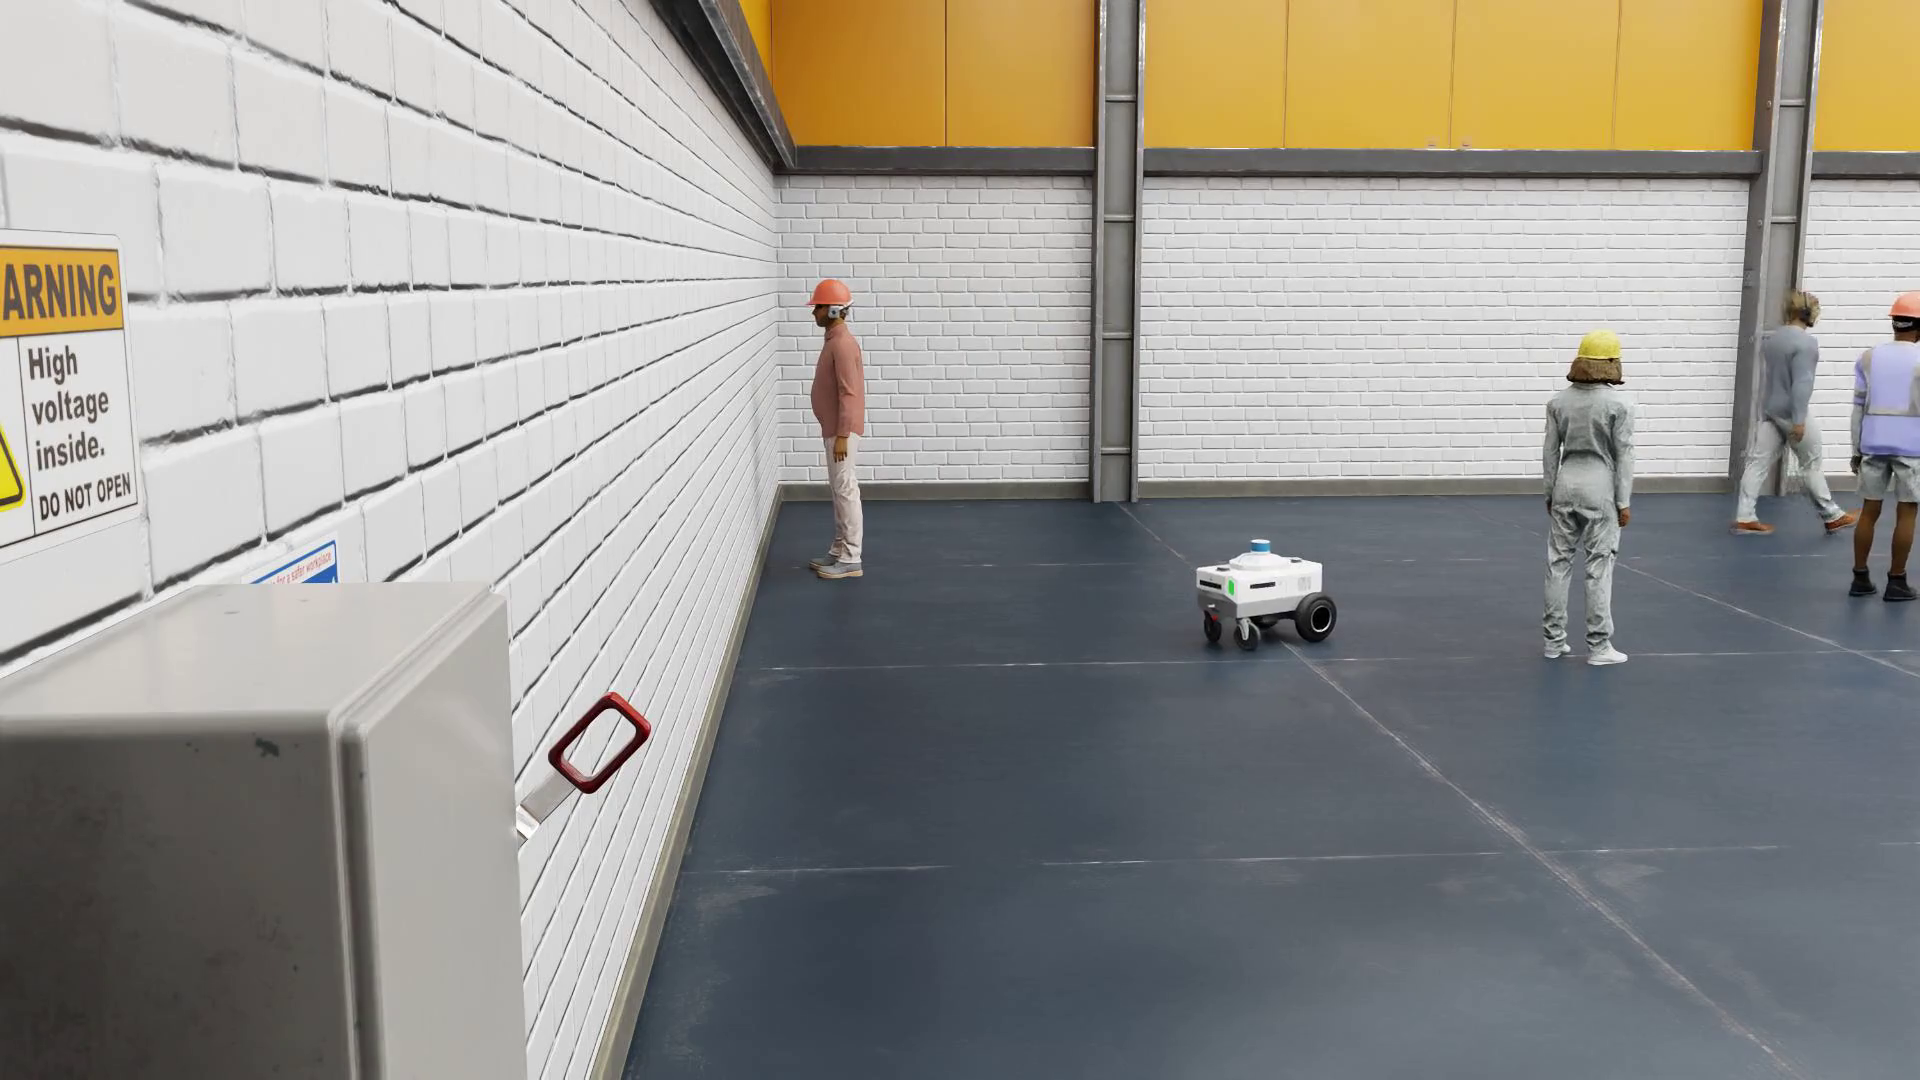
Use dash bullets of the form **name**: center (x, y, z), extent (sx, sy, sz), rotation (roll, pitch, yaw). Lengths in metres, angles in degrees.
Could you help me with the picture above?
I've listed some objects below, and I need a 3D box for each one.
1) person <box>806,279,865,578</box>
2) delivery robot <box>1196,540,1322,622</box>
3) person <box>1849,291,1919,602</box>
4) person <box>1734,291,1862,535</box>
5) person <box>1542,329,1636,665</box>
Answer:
- **person**: center (-0.831, -0.743, 11.166), extent (0.386, 1.996, 0.610), rotation (-2, 9, -10)
- **delivery robot**: center (1.654, 0.242, 9.193), extent (0.707, 0.478, 0.477), rotation (-5, 11, -30)
- **person**: center (5.831, -0.577, 10.363), extent (0.428, 1.920, 0.554), rotation (-7, 11, -37)
- **person**: center (6.517, -0.964, 12.872), extent (0.985, 1.888, 0.655), rotation (0, 9, -2)
- **person**: center (3.289, -0.225, 8.704), extent (0.317, 1.743, 0.488), rotation (-8, 12, -40)
